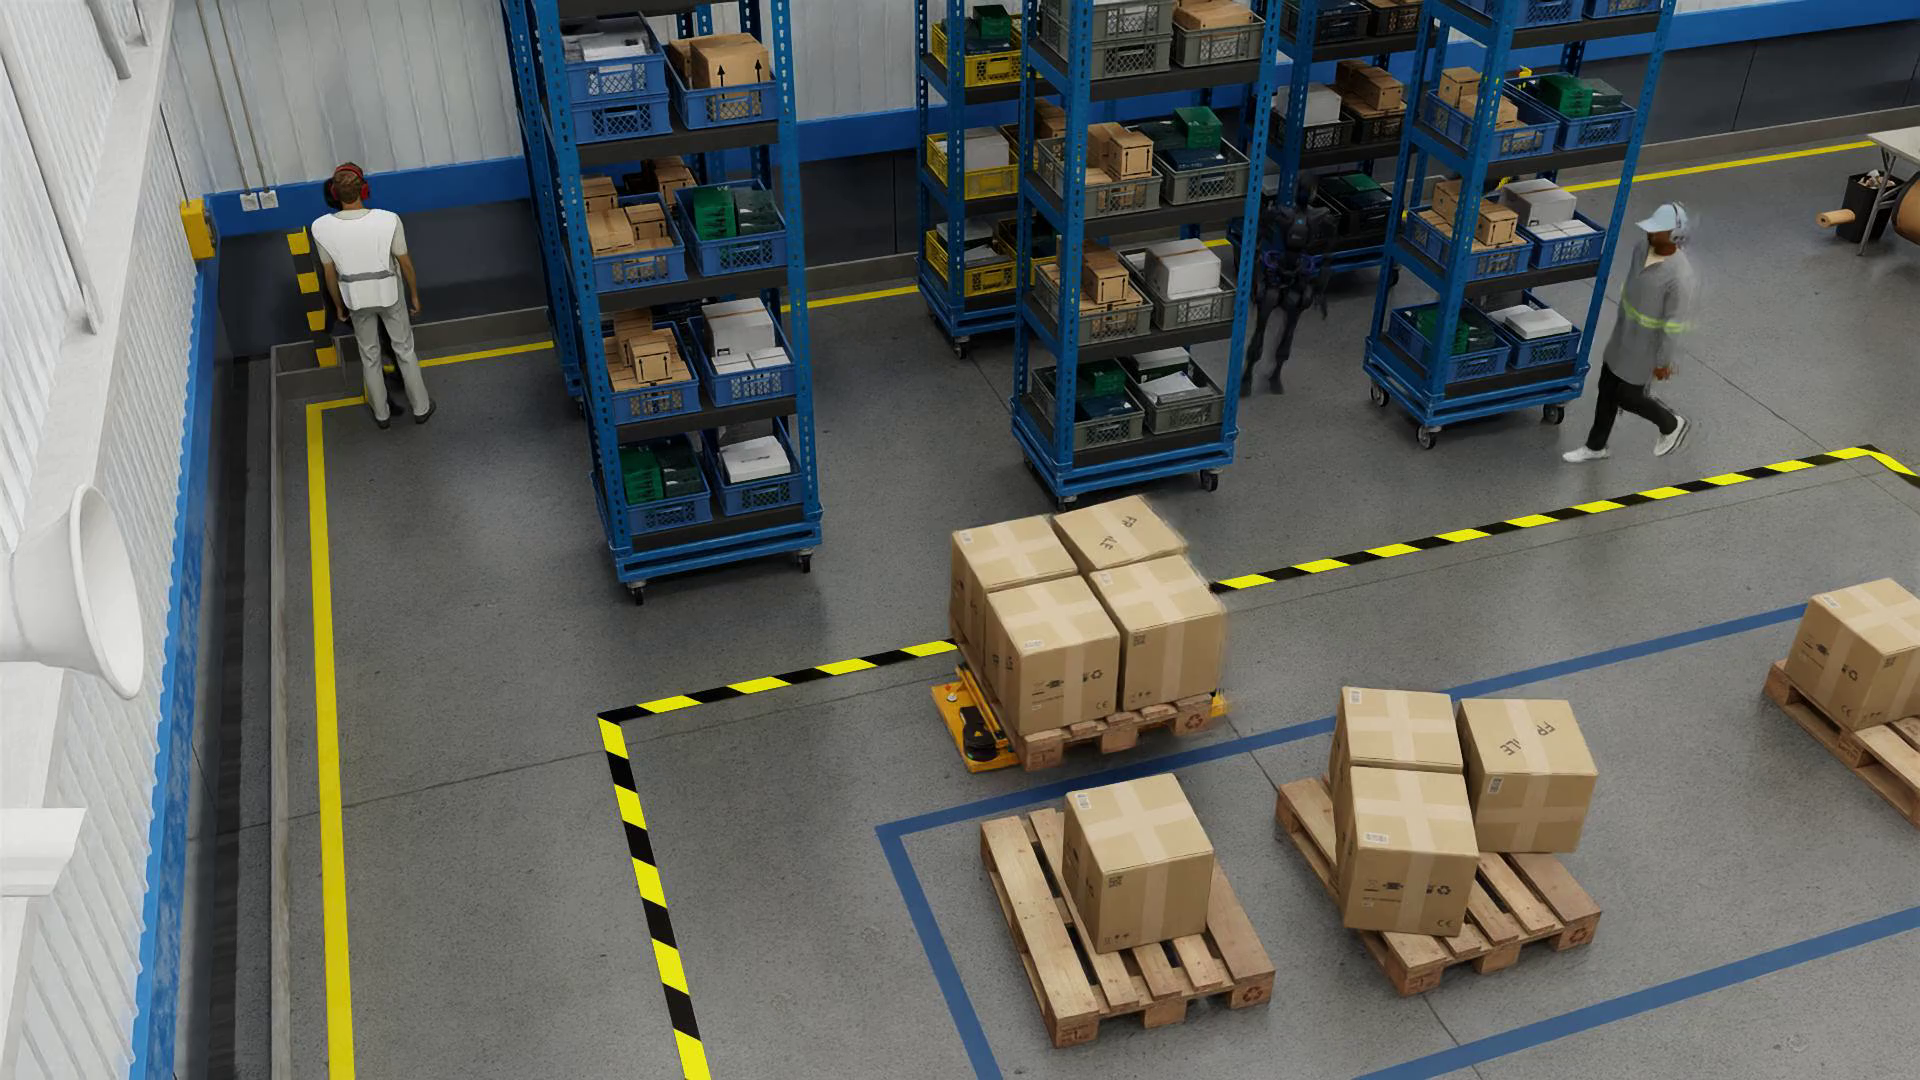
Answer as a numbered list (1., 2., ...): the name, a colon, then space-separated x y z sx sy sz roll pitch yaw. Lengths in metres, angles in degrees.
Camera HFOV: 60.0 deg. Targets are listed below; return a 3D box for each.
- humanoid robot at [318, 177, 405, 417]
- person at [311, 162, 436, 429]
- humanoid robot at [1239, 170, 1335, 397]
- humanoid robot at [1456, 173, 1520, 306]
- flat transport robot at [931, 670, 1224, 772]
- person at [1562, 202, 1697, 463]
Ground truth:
1. humanoid robot: -3.978 -1.631 11.150 0.433 1.646 0.600 21 40 27
2. person: -3.838 -1.569 10.911 0.565 1.846 0.390 -8 36 -11
3. humanoid robot: 2.219 -1.734 11.292 0.599 1.657 0.343 4 35 5
4. humanoid robot: 3.796 -2.356 12.178 0.430 1.635 0.615 -19 39 -25
5. flat transport robot: 0.623 0.813 8.879 1.431 0.197 0.652 -11 37 -15
6. person: 4.353 -1.280 10.514 0.673 1.833 0.595 -6 36 -8
